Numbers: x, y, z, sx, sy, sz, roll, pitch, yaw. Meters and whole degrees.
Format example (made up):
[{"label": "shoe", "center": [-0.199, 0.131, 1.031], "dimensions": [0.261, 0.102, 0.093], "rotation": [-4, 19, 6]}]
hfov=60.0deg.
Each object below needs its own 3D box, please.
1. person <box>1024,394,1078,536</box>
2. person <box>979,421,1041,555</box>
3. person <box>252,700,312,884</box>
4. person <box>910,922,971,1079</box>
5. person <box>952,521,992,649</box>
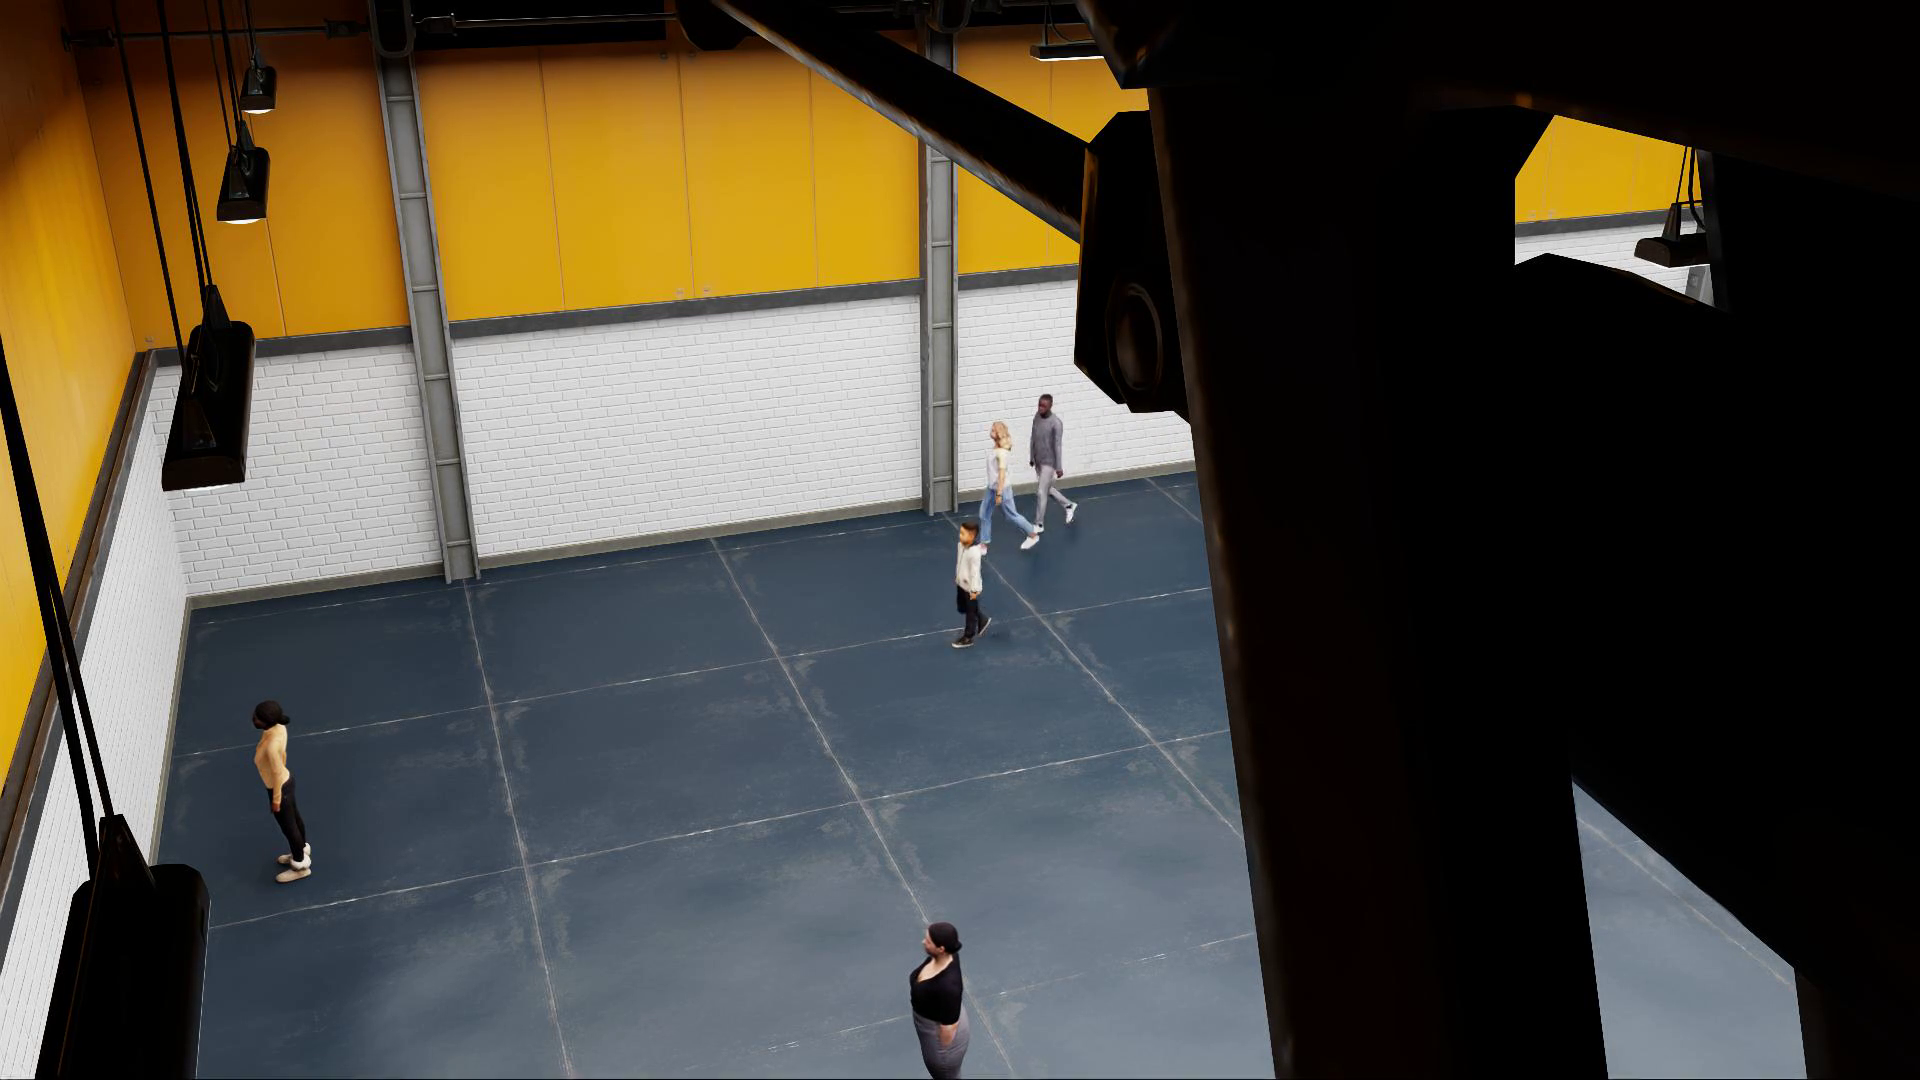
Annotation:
[{"label": "person", "center": [1.150, -0.968, 20.648], "dimensions": [1.133, 1.806, 0.897], "rotation": [-15, 28, -31]}, {"label": "person", "center": [0.578, -0.592, 19.942], "dimensions": [1.195, 1.683, 0.777], "rotation": [-4, 24, -9]}, {"label": "person", "center": [-5.663, 2.067, 13.887], "dimensions": [0.585, 1.660, 0.602], "rotation": [-6, 24, -13]}, {"label": "person", "center": [-0.098, 3.263, 11.026], "dimensions": [0.695, 1.759, 0.719], "rotation": [-3, 24, -6]}, {"label": "person", "center": [0.152, 0.458, 17.833], "dimensions": [0.755, 1.449, 0.642], "rotation": [-12, 26, -25]}]
